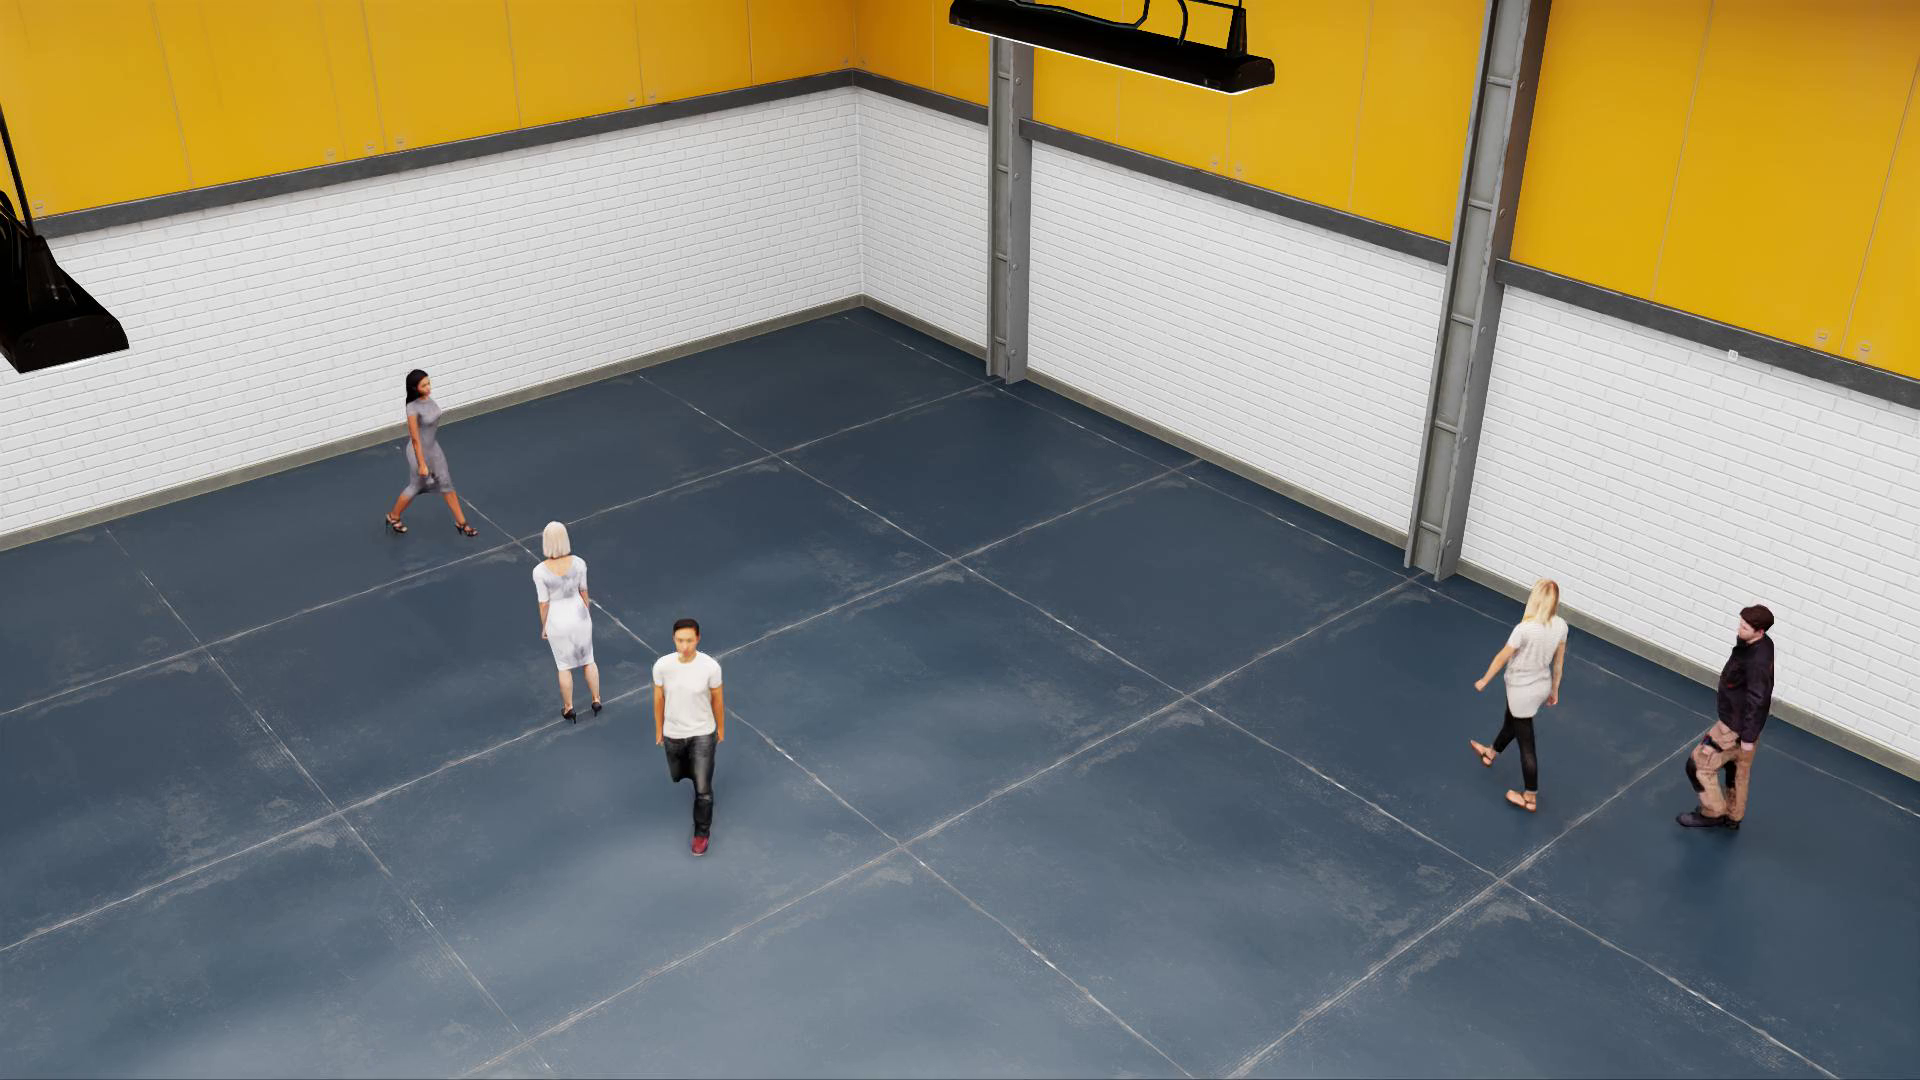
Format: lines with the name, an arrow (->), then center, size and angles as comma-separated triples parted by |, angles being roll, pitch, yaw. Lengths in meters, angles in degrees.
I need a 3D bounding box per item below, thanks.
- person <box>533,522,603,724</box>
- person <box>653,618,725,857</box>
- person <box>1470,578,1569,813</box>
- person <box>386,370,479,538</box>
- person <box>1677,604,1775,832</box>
person -> -3.073, 0.648, 13.046 | 0.614, 1.751, 0.593 | -13, 31, -22
person -> -1.905, 1.309, 11.799 | 1.059, 1.786, 1.136 | 1, 29, 1
person -> 4.185, 1.175, 12.044 | 0.796, 1.786, 1.101 | -14, 32, -24
person -> -5.146, -0.778, 15.679 | 1.208, 1.735, 1.070 | 4, 29, 7
person -> 5.559, 1.304, 11.685 | 0.849, 1.904, 0.875 | 17, 33, 28
